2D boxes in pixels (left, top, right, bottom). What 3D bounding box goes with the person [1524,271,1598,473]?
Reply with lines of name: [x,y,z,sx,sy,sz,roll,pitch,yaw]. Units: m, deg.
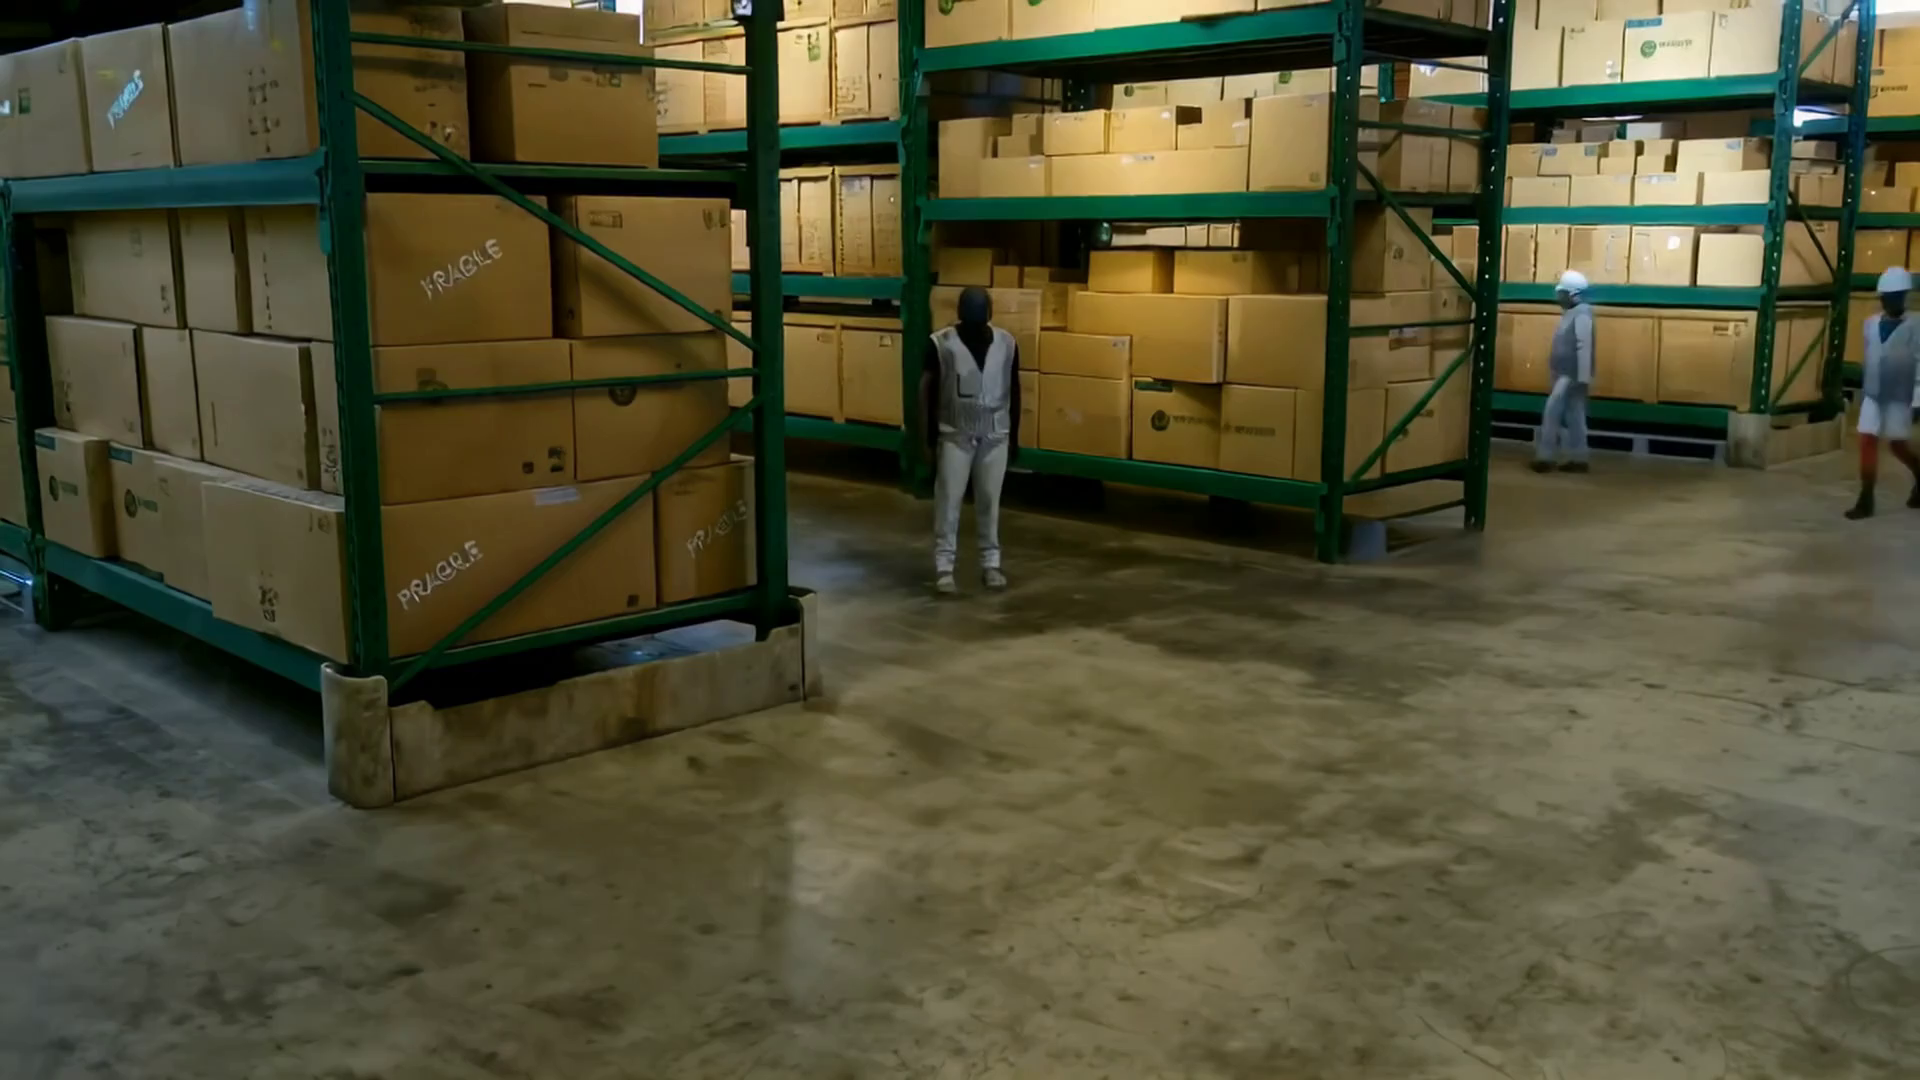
person: [5.366,-1.493,14.899,0.703,1.808,0.619,2,11,13]

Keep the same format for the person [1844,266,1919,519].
person: [7.090,-1.111,12.578,0.746,1.916,0.542,-5,11,-25]

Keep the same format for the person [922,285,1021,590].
person: [0.081,-0.615,10.063,0.621,1.838,0.429,-3,11,-16]
